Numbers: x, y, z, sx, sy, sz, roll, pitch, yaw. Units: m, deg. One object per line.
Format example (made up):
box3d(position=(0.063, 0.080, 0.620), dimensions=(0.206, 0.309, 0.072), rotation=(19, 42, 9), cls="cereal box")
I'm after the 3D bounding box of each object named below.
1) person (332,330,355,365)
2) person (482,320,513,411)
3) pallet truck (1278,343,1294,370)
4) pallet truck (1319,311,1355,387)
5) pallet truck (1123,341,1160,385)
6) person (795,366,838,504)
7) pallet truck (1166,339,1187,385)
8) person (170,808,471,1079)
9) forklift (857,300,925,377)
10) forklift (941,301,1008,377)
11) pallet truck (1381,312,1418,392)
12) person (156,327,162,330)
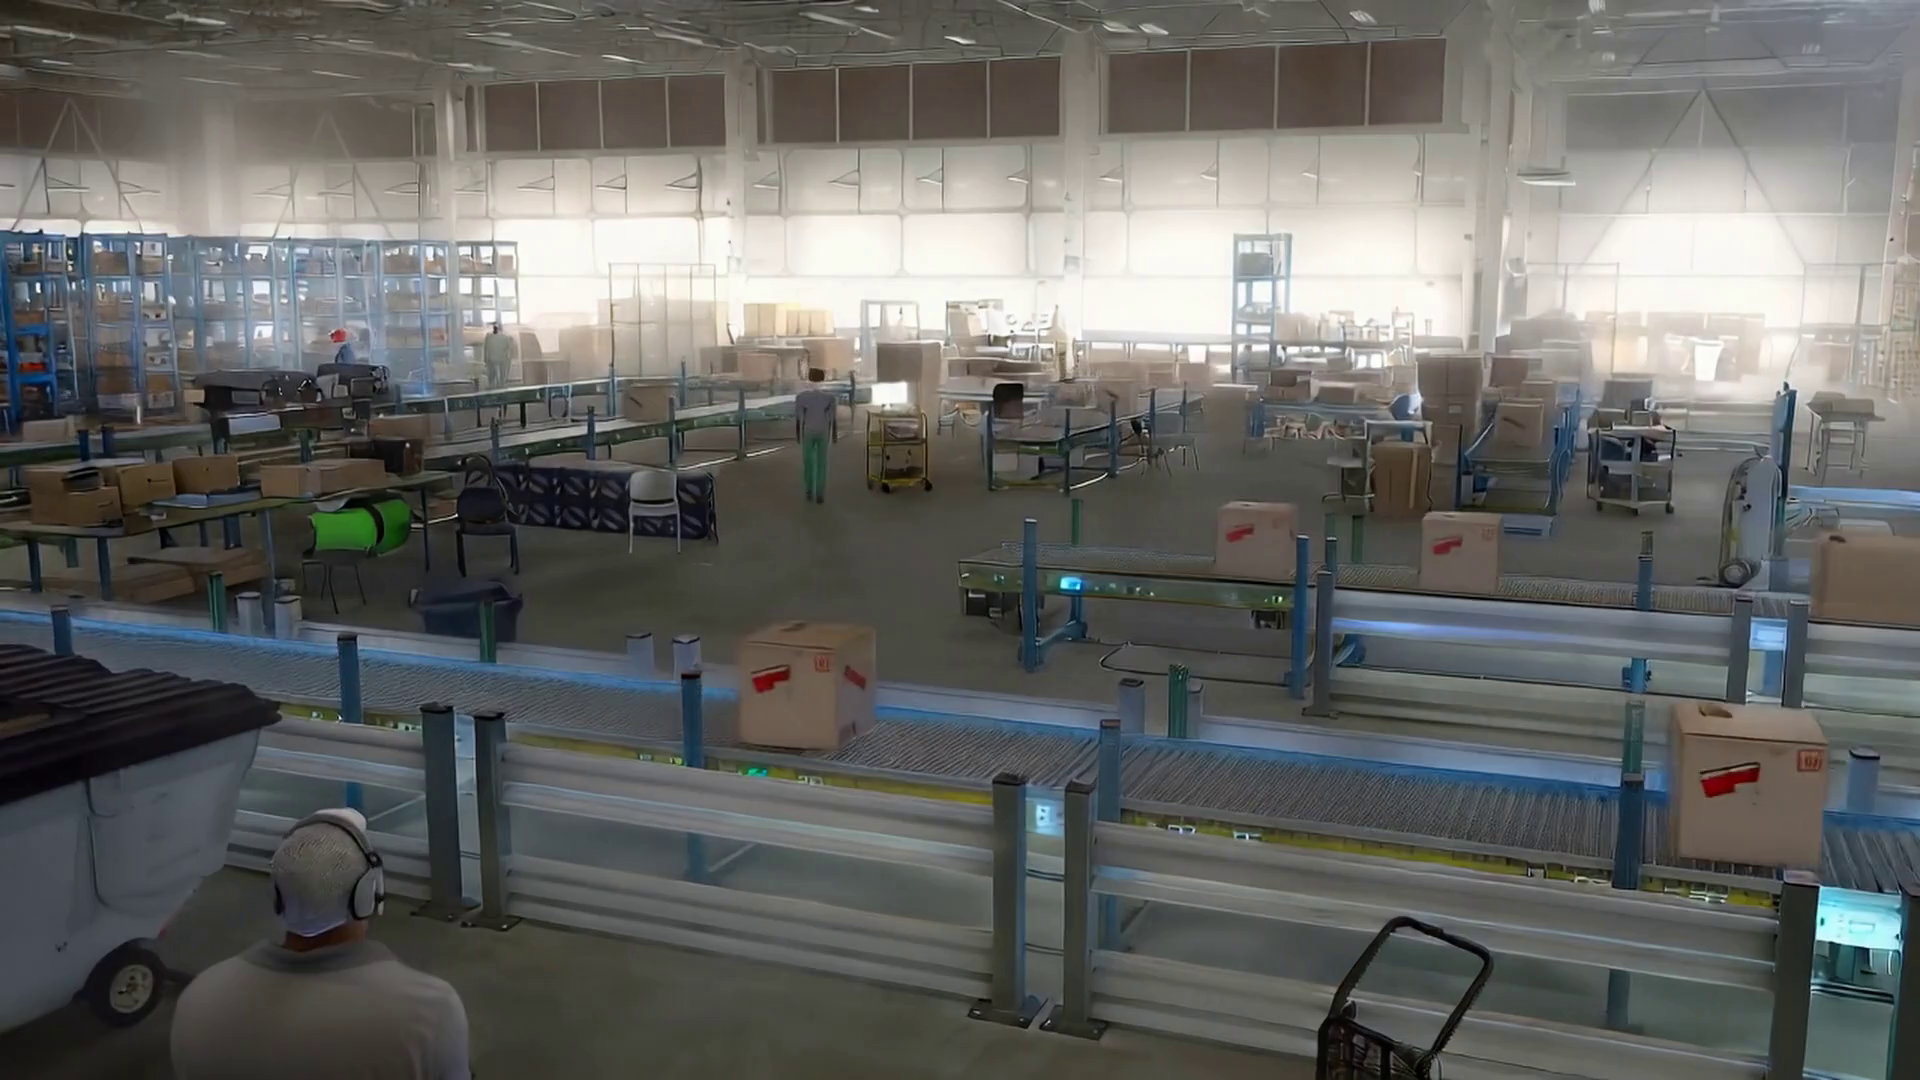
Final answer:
box3d(position=(-11.721, -3.086, 31.649), dimensions=(0.403, 1.822, 0.589), rotation=(-4, 10, -23), cls="person")
box3d(position=(-9.694, -3.653, 34.825), dimensions=(0.653, 1.907, 0.408), rotation=(1, 9, 5), cls="person")
box3d(position=(7.886, -4.163, 39.743), dimensions=(0.653, 1.274, 1.630), rotation=(4, 10, 22), cls="pallet truck")
box3d(position=(9.071, -4.419, 39.190), dimensions=(0.823, 1.965, 1.885), rotation=(5, 10, 26), cls="pallet truck")
box3d(position=(4.445, -4.380, 41.279), dimensions=(0.680, 1.201, 1.601), rotation=(4, 10, 22), cls="pallet truck")
box3d(position=(-1.826, -1.334, 21.201), dimensions=(0.545, 1.754, 0.364), rotation=(-1, 9, -8), cls="person")
box3d(position=(5.418, -4.269, 40.420), dimensions=(0.704, 1.261, 1.522), rotation=(3, 10, 20), cls="pallet truck")
box3d(position=(-1.319, 1.511, 3.581), dimensions=(0.642, 1.899, 0.395), rotation=(1, 9, 6), cls="person")
box3d(position=(-1.732, -5.109, 42.468), dimensions=(1.157, 1.987, 2.680), rotation=(4, 10, 22), cls="forklift")
box3d(position=(0.365, -4.966, 41.571), dimensions=(1.157, 1.987, 2.680), rotation=(3, 10, 20), cls="forklift")
box3d(position=(10.207, -4.283, 38.369), dimensions=(0.823, 1.965, 1.885), rotation=(3, 10, 20), cls="pallet truck")
box3d(position=(-17.905, -4.010, 37.231), dimensions=(0.573, 1.831, 0.405), rotation=(-7, 12, -35), cls="person")
